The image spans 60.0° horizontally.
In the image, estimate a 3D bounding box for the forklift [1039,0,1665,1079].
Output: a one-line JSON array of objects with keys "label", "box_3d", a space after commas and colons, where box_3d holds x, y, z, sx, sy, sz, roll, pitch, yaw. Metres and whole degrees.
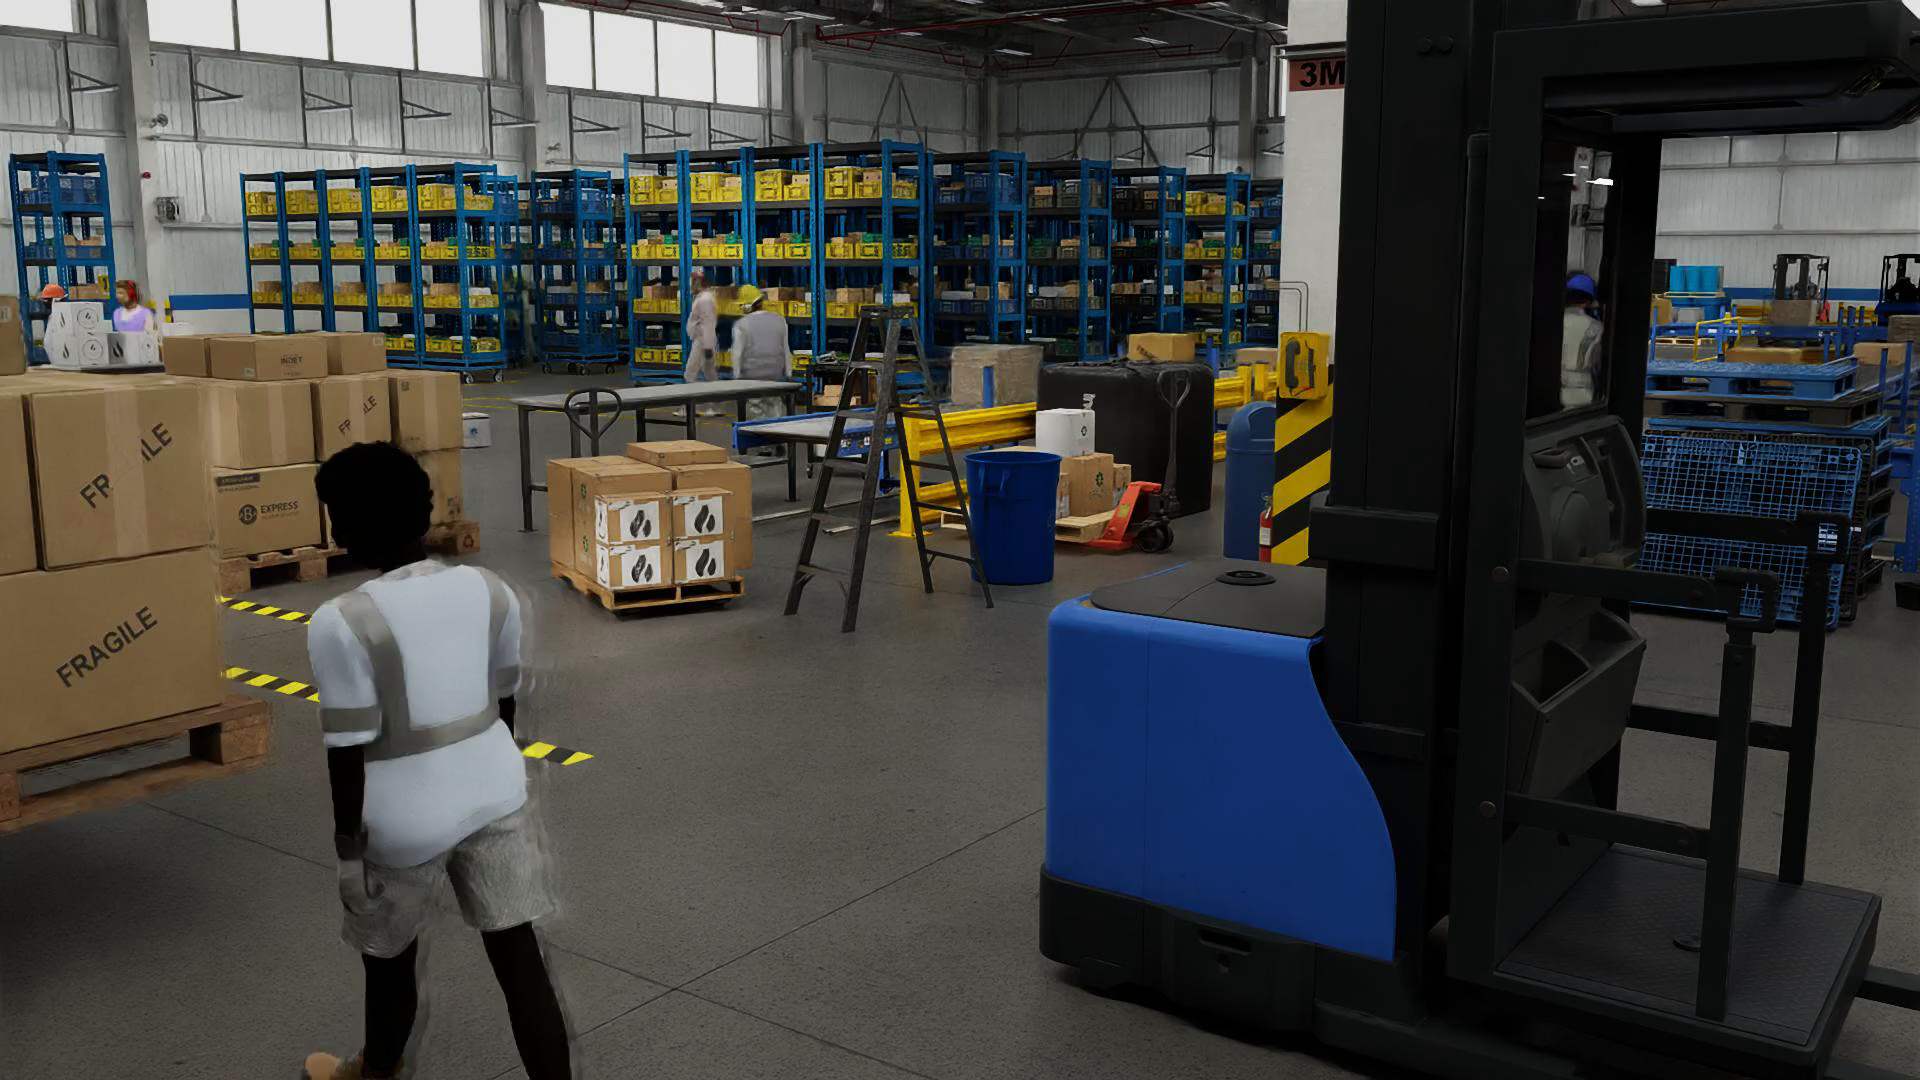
[{"label": "forklift", "box_3d": [1.249, -0.137, 4.360, 1.873, 2.768, 1.129, 7, 12, 35]}]

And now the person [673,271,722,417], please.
[{"label": "person", "box_3d": [-3.436, -2.512, 21.460, 0.773, 1.879, 0.685, -1, 10, -8]}]

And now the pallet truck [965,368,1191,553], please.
[{"label": "pallet truck", "box_3d": [0.845, -0.609, 11.869, 1.630, 1.274, 0.653, 7, 12, 35]}]

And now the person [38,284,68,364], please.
[{"label": "person", "box_3d": [-10.516, -2.105, 19.425, 0.330, 1.751, 0.564, -7, 12, -37]}]

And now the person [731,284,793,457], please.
[{"label": "person", "box_3d": [-1.994, -1.672, 16.755, 0.625, 1.793, 0.480, -4, 10, -25]}]

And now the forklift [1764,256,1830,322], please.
[{"label": "forklift", "box_3d": [20.253, -5.854, 40.139, 1.157, 1.987, 2.680, 7, 12, 35]}]

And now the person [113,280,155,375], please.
[{"label": "person", "box_3d": [-8.843, -1.883, 17.897, 0.575, 1.829, 0.641, 5, 11, 28]}]

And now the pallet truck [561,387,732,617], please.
[{"label": "pallet truck", "box_3d": [-1.981, -0.274, 10.088, 0.680, 1.201, 1.601, -5, 11, -28]}]

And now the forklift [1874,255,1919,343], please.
[{"label": "forklift", "box_3d": [22.089, -5.634, 38.796, 1.157, 1.987, 2.680, 6, 11, 33]}]

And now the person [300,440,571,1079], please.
[{"label": "person", "box_3d": [-1.166, 0.598, 3.662, 0.886, 1.634, 0.565, 8, 12, 38]}]

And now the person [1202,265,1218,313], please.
[{"label": "person", "box_3d": [7.321, -7.118, 48.563, 0.611, 1.996, 0.378, 9, 13, 43]}]

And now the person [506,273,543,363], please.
[{"label": "person", "box_3d": [-8.673, -4.370, 32.843, 0.959, 1.779, 0.595, 7, 12, 37]}]

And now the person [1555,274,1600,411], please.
[{"label": "person", "box_3d": [5.128, -1.280, 14.026, 0.640, 1.914, 0.617, 8, 13, 41]}]
